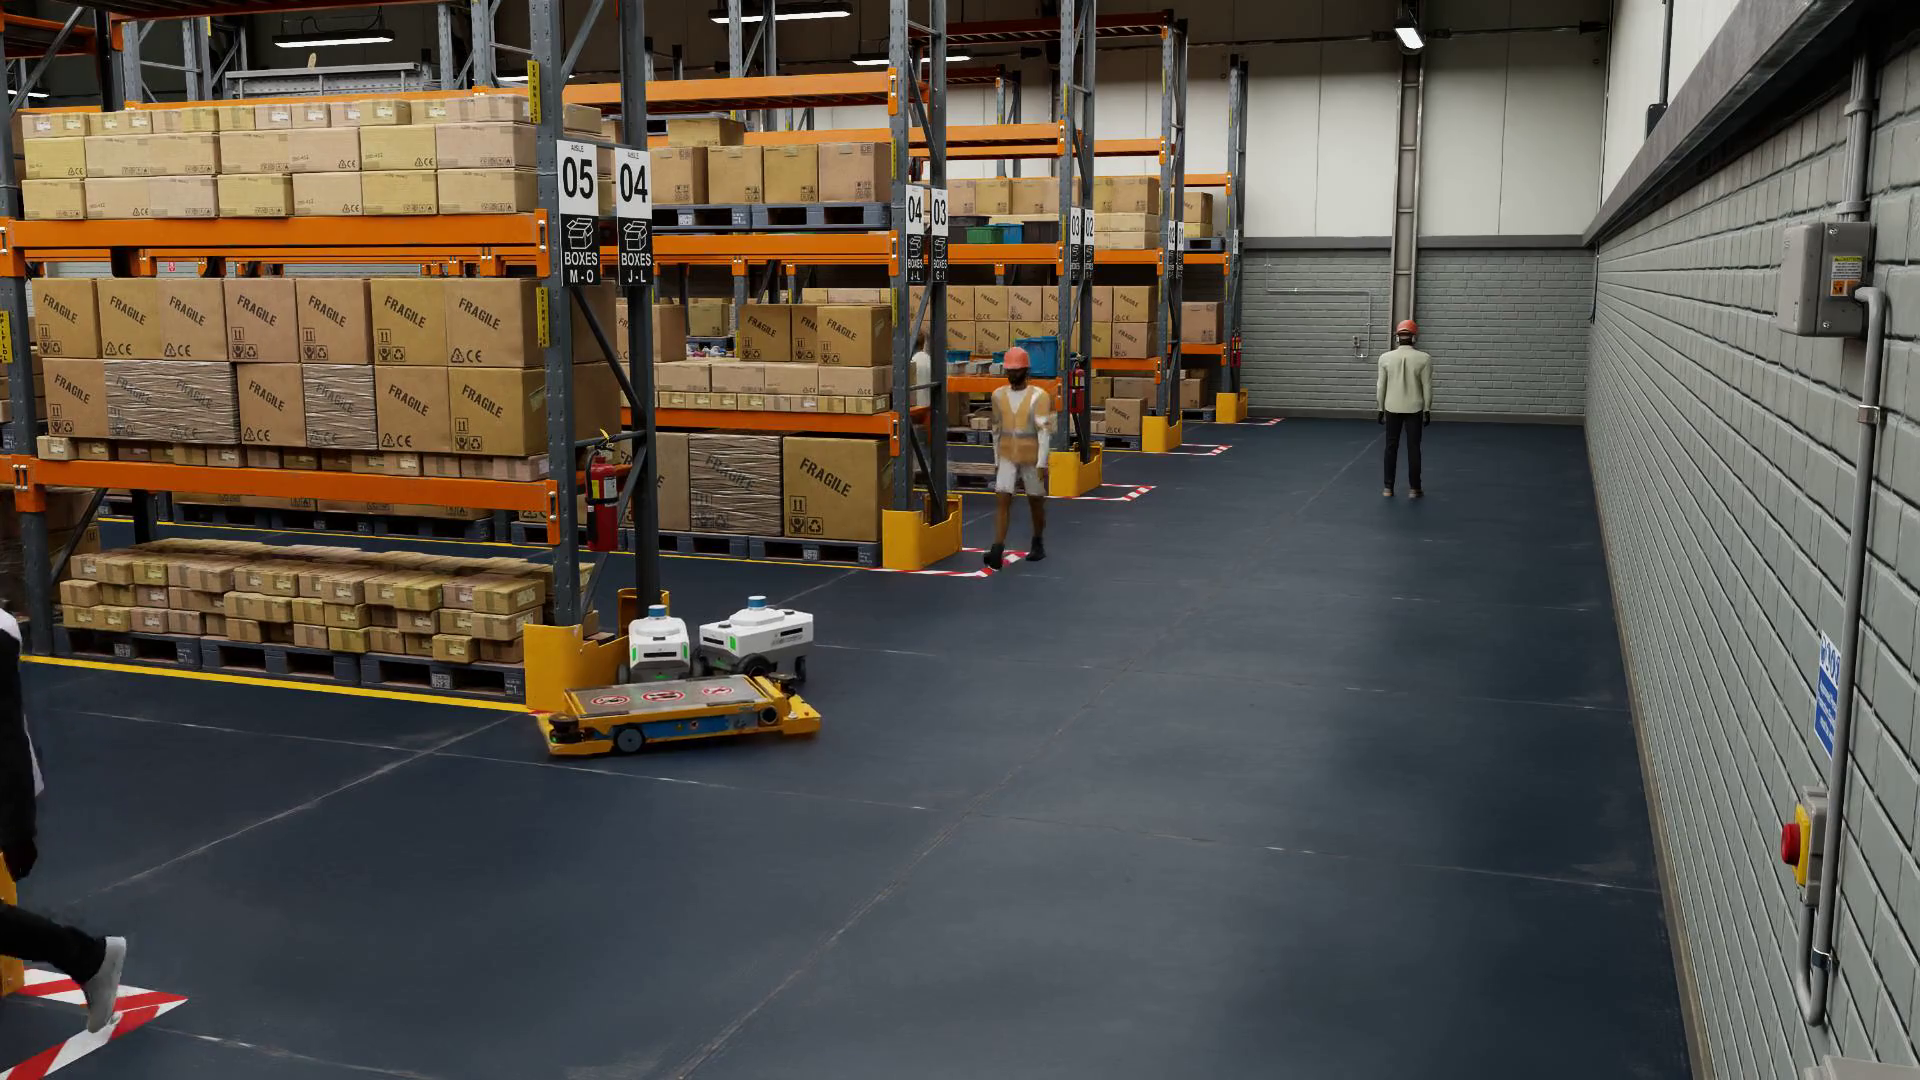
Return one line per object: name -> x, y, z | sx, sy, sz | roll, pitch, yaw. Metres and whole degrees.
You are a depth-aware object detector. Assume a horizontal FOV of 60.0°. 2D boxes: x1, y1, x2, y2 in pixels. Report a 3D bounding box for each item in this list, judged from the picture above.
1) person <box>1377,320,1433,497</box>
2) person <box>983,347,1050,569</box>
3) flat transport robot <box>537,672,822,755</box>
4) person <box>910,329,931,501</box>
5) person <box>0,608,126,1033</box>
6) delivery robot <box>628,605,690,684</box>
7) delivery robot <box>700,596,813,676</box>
person -> 4.983, -1.466, 18.641 | 0.608, 1.987, 0.388 | 4, 10, 23
person -> 0.499, -0.701, 14.198 | 0.563, 1.878, 1.032 | 4, 10, 21
flat transport robot -> -1.530, 0.929, 9.029 | 1.431, 0.197, 0.652 | -3, 10, -21
person -> -0.558, -1.356, 18.213 | 0.933, 1.896, 0.665 | 3, 9, 15
person -> -2.944, 0.774, 5.006 | 0.605, 1.891, 0.839 | 5, 11, 30
delivery robot -> -1.769, 0.625, 9.754 | 0.477, 0.478, 0.707 | -2, 9, -12
delivery robot -> -1.220, 0.580, 10.030 | 0.477, 0.478, 0.707 | 8, 12, 40
